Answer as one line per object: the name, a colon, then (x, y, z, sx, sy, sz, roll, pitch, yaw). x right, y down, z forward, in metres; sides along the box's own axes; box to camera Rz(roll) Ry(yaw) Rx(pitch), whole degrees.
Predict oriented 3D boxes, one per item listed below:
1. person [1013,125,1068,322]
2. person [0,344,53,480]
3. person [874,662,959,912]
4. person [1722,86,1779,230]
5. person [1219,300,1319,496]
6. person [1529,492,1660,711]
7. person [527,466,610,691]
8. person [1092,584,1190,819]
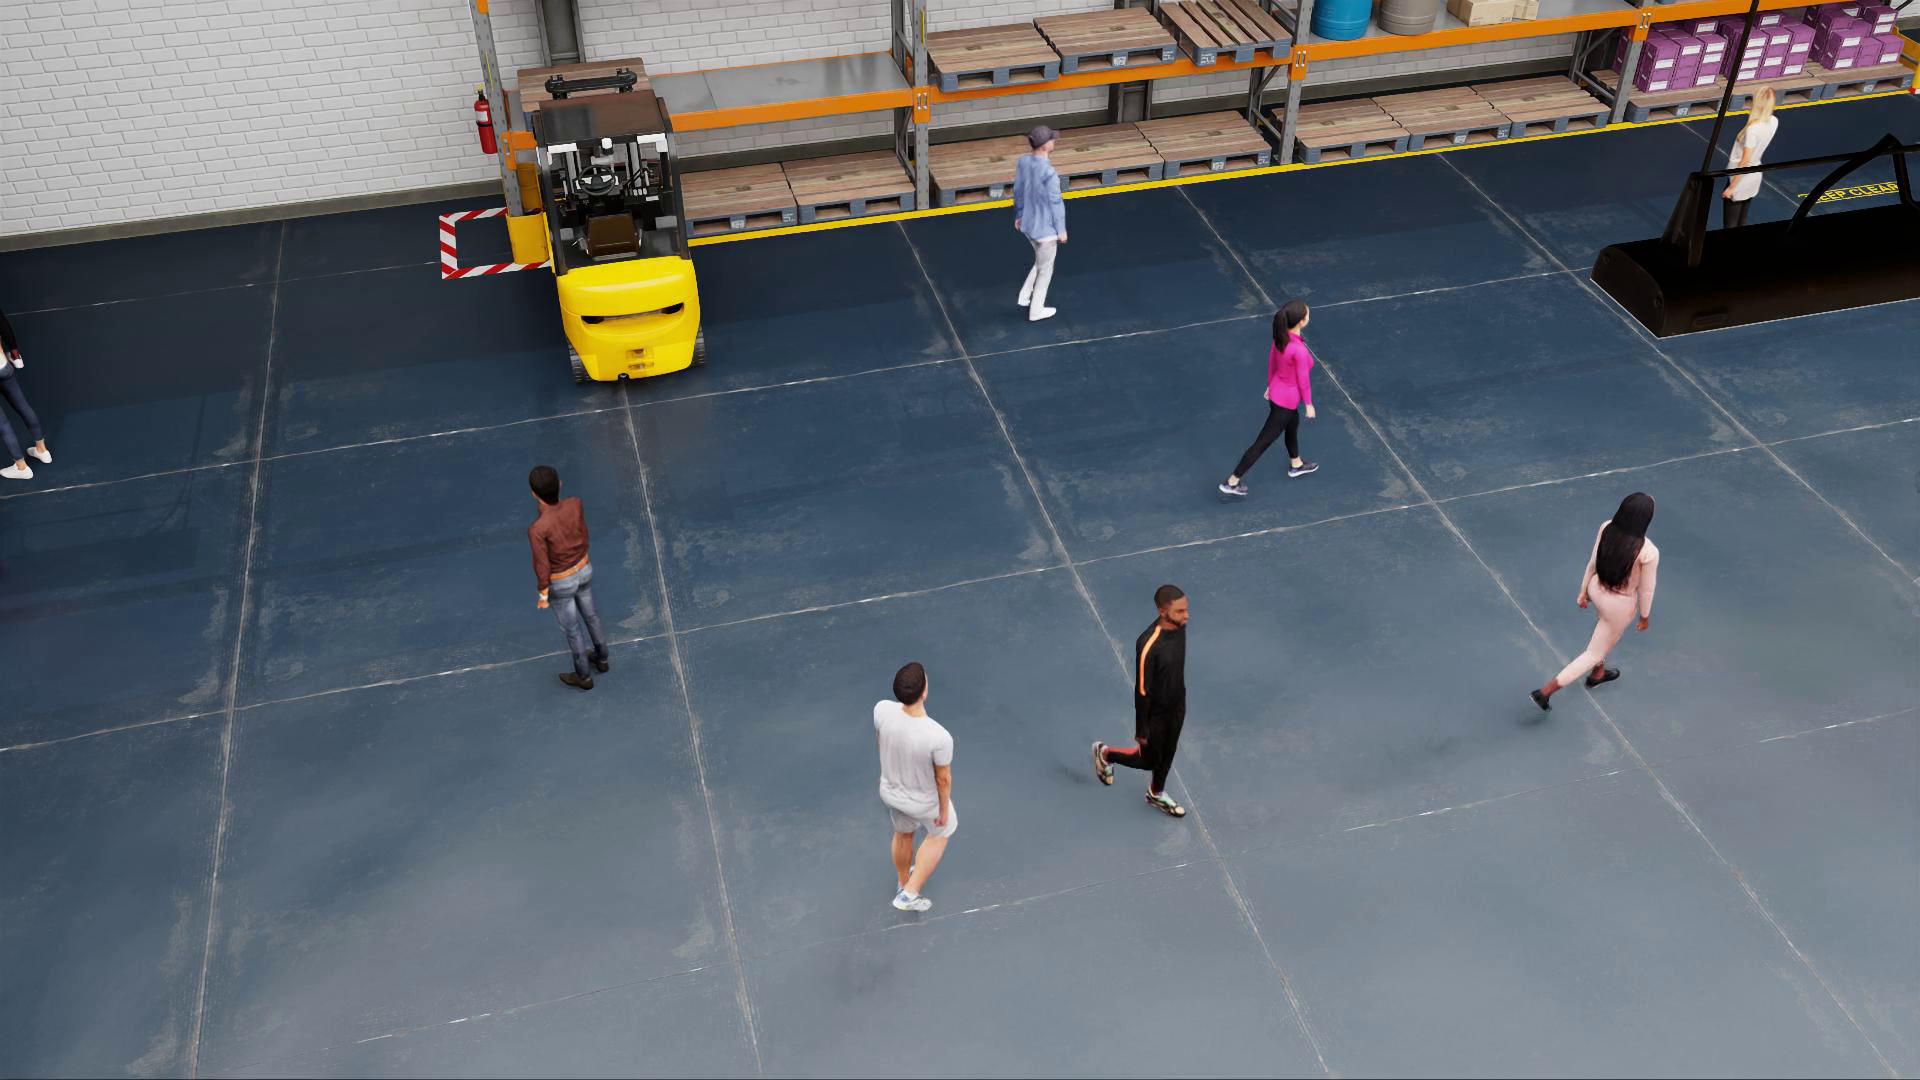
person: (0.658, -2.759, 14.710, 0.712, 1.877, 0.722, -21, 43, -24)
person: (-7.533, -1.282, 12.917, 0.700, 1.806, 0.676, 13, 40, 16)
person: (-0.317, 1.471, 9.442, 0.883, 1.842, 0.943, 20, 43, 23)
person: (7.302, -3.337, 15.477, 0.625, 1.823, 0.746, -30, 48, -32)
person: (2.395, -1.042, 12.742, 1.125, 1.660, 0.576, -10, 40, -13)
person: (4.176, 0.454, 10.834, 1.137, 1.693, 0.716, -15, 41, -18)
person: (-2.587, 0.251, 11.020, 0.768, 1.778, 0.695, 22, 43, 25)
person: (1.130, 0.963, 10.116, 0.969, 1.795, 0.959, 28, 47, 31)
